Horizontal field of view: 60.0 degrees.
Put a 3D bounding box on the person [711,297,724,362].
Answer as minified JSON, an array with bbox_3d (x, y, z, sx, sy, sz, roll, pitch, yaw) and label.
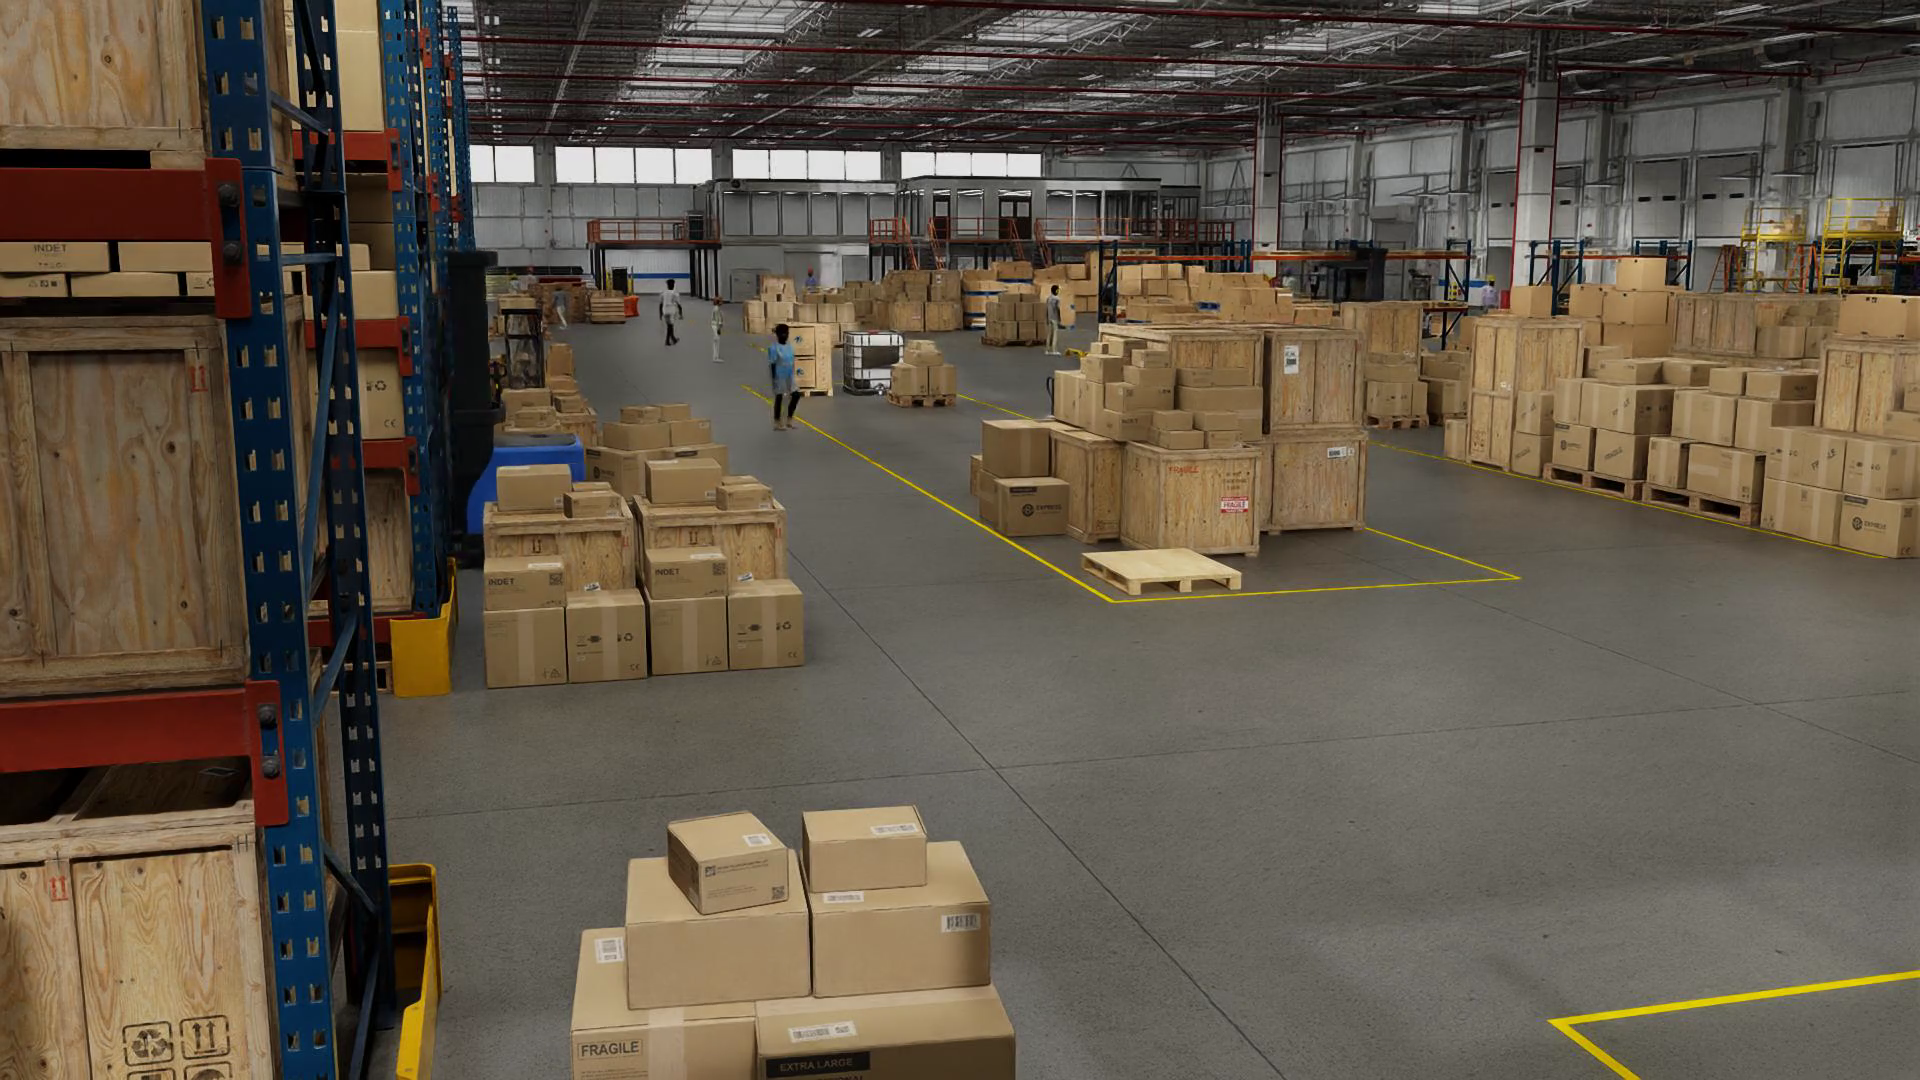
[{"bbox_3d":[-6.031,-5.235,41.361,0.315,1.629,0.508,-1,10,-7],"label":"person"}]

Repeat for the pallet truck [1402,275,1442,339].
[{"bbox_3d":[14.620,-7.324,52.145,0.823,1.965,1.885,8,13,40],"label":"pallet truck"}]

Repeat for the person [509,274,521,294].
[{"bbox_3d":[-18.833,-10.397,70.378,0.497,1.700,0.873,-3,11,-18],"label":"person"}]

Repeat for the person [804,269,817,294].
[{"bbox_3d":[-6.546,-10.969,73.135,0.566,1.897,0.701,5,11,28],"label":"person"}]

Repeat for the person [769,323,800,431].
[{"bbox_3d":[-2.711,-2.523,25.856,0.521,1.676,0.549,9,13,41],"label":"person"}]

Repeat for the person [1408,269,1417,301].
[{"bbox_3d":[21.051,-11.684,77.286,0.542,1.839,0.483,-5,11,-26],"label":"person"}]

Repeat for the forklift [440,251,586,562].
[{"bbox_3d":[-4.398,-1.230,15.136,1.873,2.768,1.129,-3,10,-15],"label":"forklift"}]

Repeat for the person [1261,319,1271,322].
[{"bbox_3d":[3.961,-1.849,21.321,0.619,1.948,1.027,-6,12,-29],"label":"person"}]

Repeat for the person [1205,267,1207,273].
[{"bbox_3d":[11.378,-11.687,77.115,0.394,1.913,0.592,9,14,42],"label":"person"}]

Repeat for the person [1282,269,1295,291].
[{"bbox_3d":[13.890,-10.508,70.351,0.505,1.933,0.628,-7,12,-36],"label":"person"}]

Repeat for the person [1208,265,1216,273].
[{"bbox_3d":[14.401,-14.888,95.419,0.619,1.845,0.430,-10,14,-44],"label":"person"}]

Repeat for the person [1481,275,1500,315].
[{"bbox_3d":[17.706,-7.877,55.488,0.599,1.911,0.554,1,10,6],"label":"person"}]

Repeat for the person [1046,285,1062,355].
[{"bbox_3d":[2.488,-5.829,44.088,0.325,1.860,0.507,-9,13,-40],"label":"person"}]

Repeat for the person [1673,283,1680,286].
[{"bbox_3d":[21.100,-6.689,49.145,0.638,1.794,0.987,4,11,21],"label":"person"}]

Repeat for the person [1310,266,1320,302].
[{"bbox_3d":[17.722,-12.745,83.110,0.391,1.911,0.584,-8,12,-36],"label":"person"}]

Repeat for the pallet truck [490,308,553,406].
[{"bbox_3d":[-6.242,-2.418,24.362,0.823,1.965,1.885,1,10,3],"label":"pallet truck"}]

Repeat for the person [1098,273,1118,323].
[{"bbox_3d":[5.012,-8.092,56.372,0.681,2.000,1.043,3,10,15],"label":"person"}]

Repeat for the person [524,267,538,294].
[{"bbox_3d":[-18.510,-10.772,71.718,0.614,1.982,0.555,0,10,0],"label":"person"}]

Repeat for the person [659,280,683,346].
[{"bbox_3d":[-8.327,-6.553,48.023,0.628,1.907,1.023,3,11,19],"label":"person"}]

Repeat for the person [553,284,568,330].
[{"bbox_3d":[-13.718,-8.025,57.248,0.723,1.605,0.522,9,13,42],"label":"person"}]

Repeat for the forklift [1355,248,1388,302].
[{"bbox_3d":[9.585,-5.426,38.897,1.873,2.768,1.129,-3,10,-15],"label":"forklift"}]
